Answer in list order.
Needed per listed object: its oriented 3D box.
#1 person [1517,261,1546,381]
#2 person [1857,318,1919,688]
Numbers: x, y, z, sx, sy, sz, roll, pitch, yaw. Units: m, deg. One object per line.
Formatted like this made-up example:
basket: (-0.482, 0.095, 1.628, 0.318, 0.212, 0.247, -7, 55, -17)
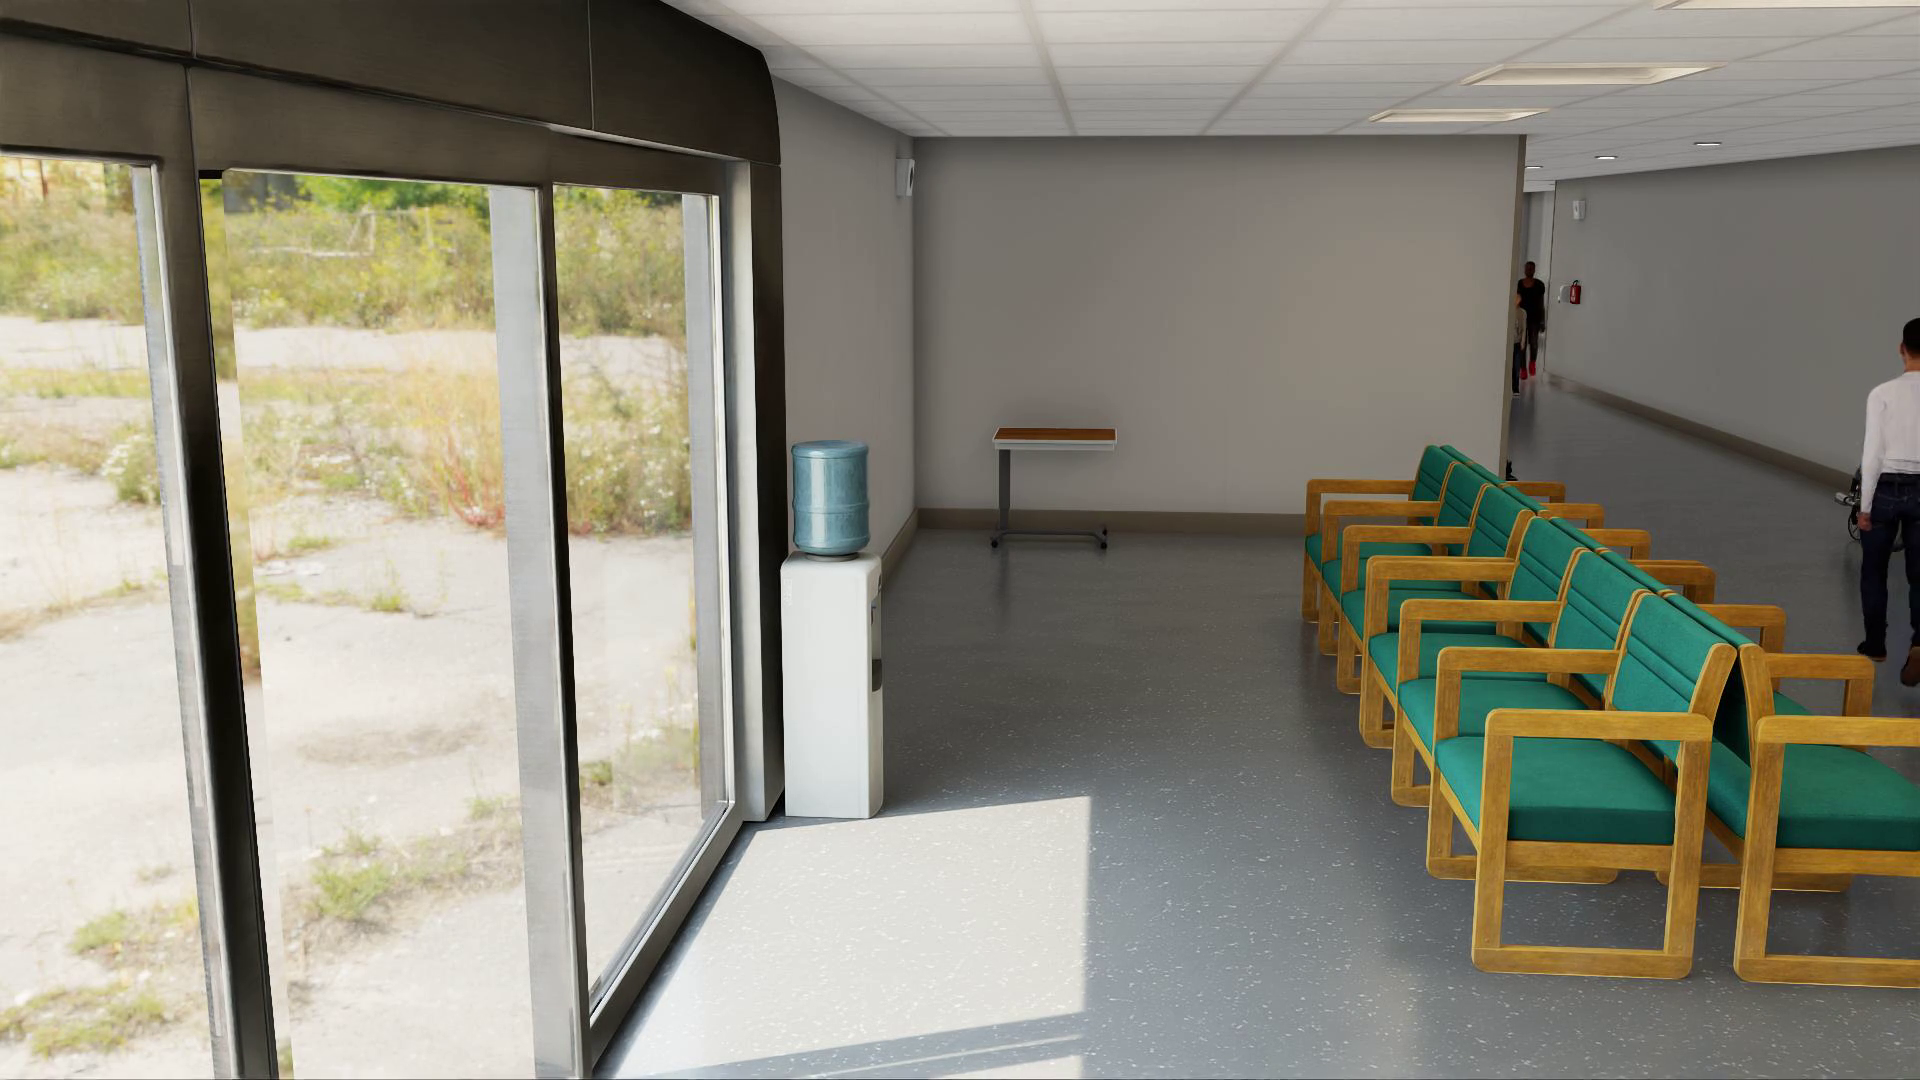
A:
person: (8.687, -3.350, 25.406, 0.809, 1.793, 0.881, 5, 12, 26)
person: (4.842, -0.182, 8.481, 1.188, 1.840, 0.876, 3, 11, 18)
